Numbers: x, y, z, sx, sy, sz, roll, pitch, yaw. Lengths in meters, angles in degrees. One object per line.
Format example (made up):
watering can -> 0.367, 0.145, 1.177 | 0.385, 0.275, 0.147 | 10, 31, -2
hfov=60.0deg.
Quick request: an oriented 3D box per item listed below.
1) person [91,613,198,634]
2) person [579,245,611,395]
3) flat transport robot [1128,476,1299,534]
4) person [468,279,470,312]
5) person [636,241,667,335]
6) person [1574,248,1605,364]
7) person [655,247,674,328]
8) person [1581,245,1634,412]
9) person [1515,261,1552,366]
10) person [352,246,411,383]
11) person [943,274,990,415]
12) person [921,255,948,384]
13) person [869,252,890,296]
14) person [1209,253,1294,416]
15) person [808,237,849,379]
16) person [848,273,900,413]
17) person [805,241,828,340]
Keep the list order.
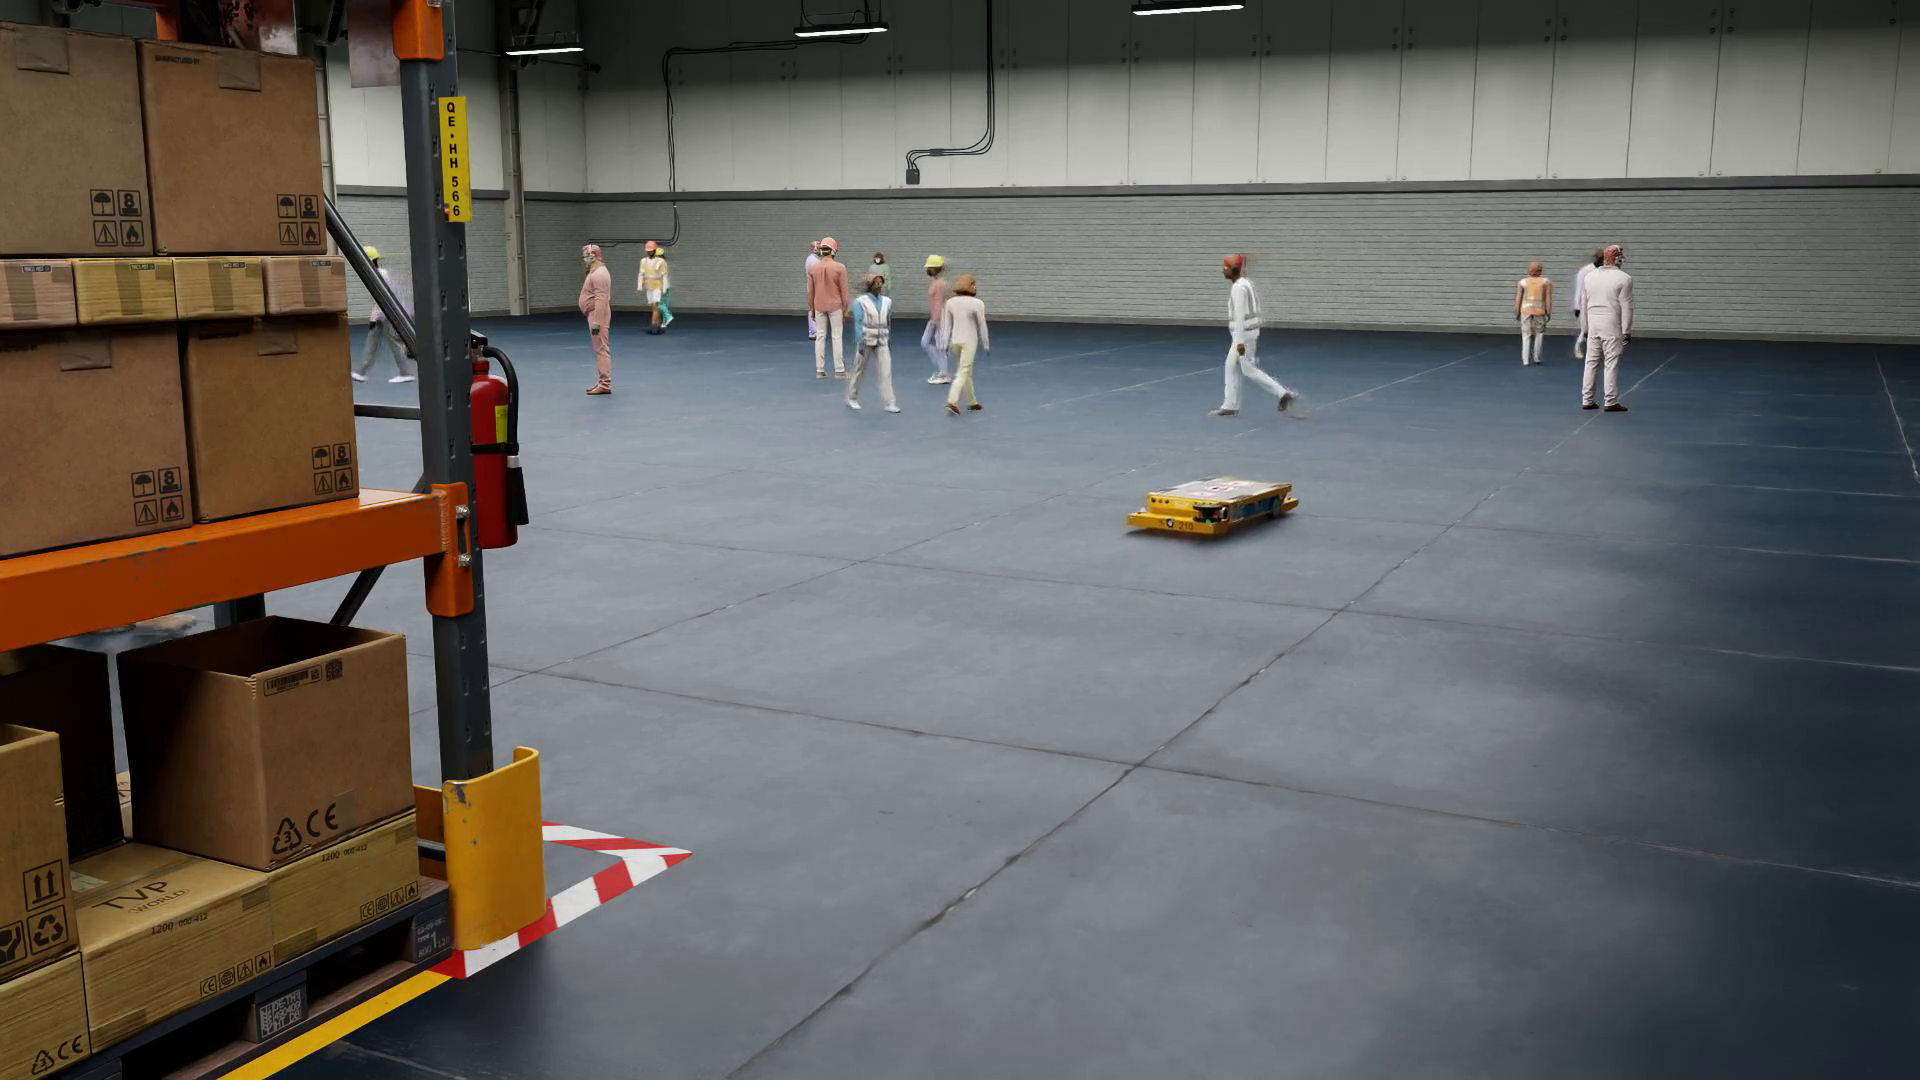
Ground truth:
person -> -4.183, -0.415, 8.386 | 0.771, 1.819, 0.528 | -1, 10, -7
person -> -4.650, -2.808, 21.245 | 0.407, 1.902, 0.639 | -2, 11, -11
flat transport robot -> 1.821, -0.262, 11.804 | 0.652, 0.197, 1.431 | 7, 12, 34
person -> -6.170, -2.584, 20.071 | 0.576, 1.882, 0.355 | 4, 11, 23
person -> -6.271, -5.086, 33.686 | 0.547, 1.883, 0.964 | 4, 11, 19
person -> 10.018, -3.684, 26.243 | 0.639, 1.822, 0.509 | -2, 10, -8
person -> -6.489, -5.485, 36.212 | 0.396, 1.750, 0.552 | 1, 10, 6
person -> 7.485, -2.438, 19.207 | 0.400, 1.907, 0.645 | -6, 12, -32
person -> 8.948, -3.528, 25.950 | 0.535, 1.609, 0.723 | 4, 11, 22
person -> -7.997, -3.056, 22.671 | 0.973, 1.863, 0.619 | -6, 12, -30
person -> 0.042, -2.225, 18.914 | 0.506, 1.593, 0.858 | 7, 13, 35
person -> -0.342, -2.992, 22.622 | 0.408, 1.749, 0.554 | -2, 11, -9
person -> -1.880, -5.886, 38.786 | 0.502, 1.621, 0.468 | 4, 11, 21
person -> 3.255, -2.258, 18.449 | 0.859, 1.843, 0.589 | 2, 11, 10
person -> -1.848, -3.276, 23.549 | 0.608, 1.990, 0.385 | 3, 11, 17
person -> -1.022, -2.276, 19.178 | 0.530, 1.592, 0.885 | -7, 13, -34
person -> -2.766, -4.813, 32.158 | 0.409, 1.907, 0.651 | -2, 11, -13
